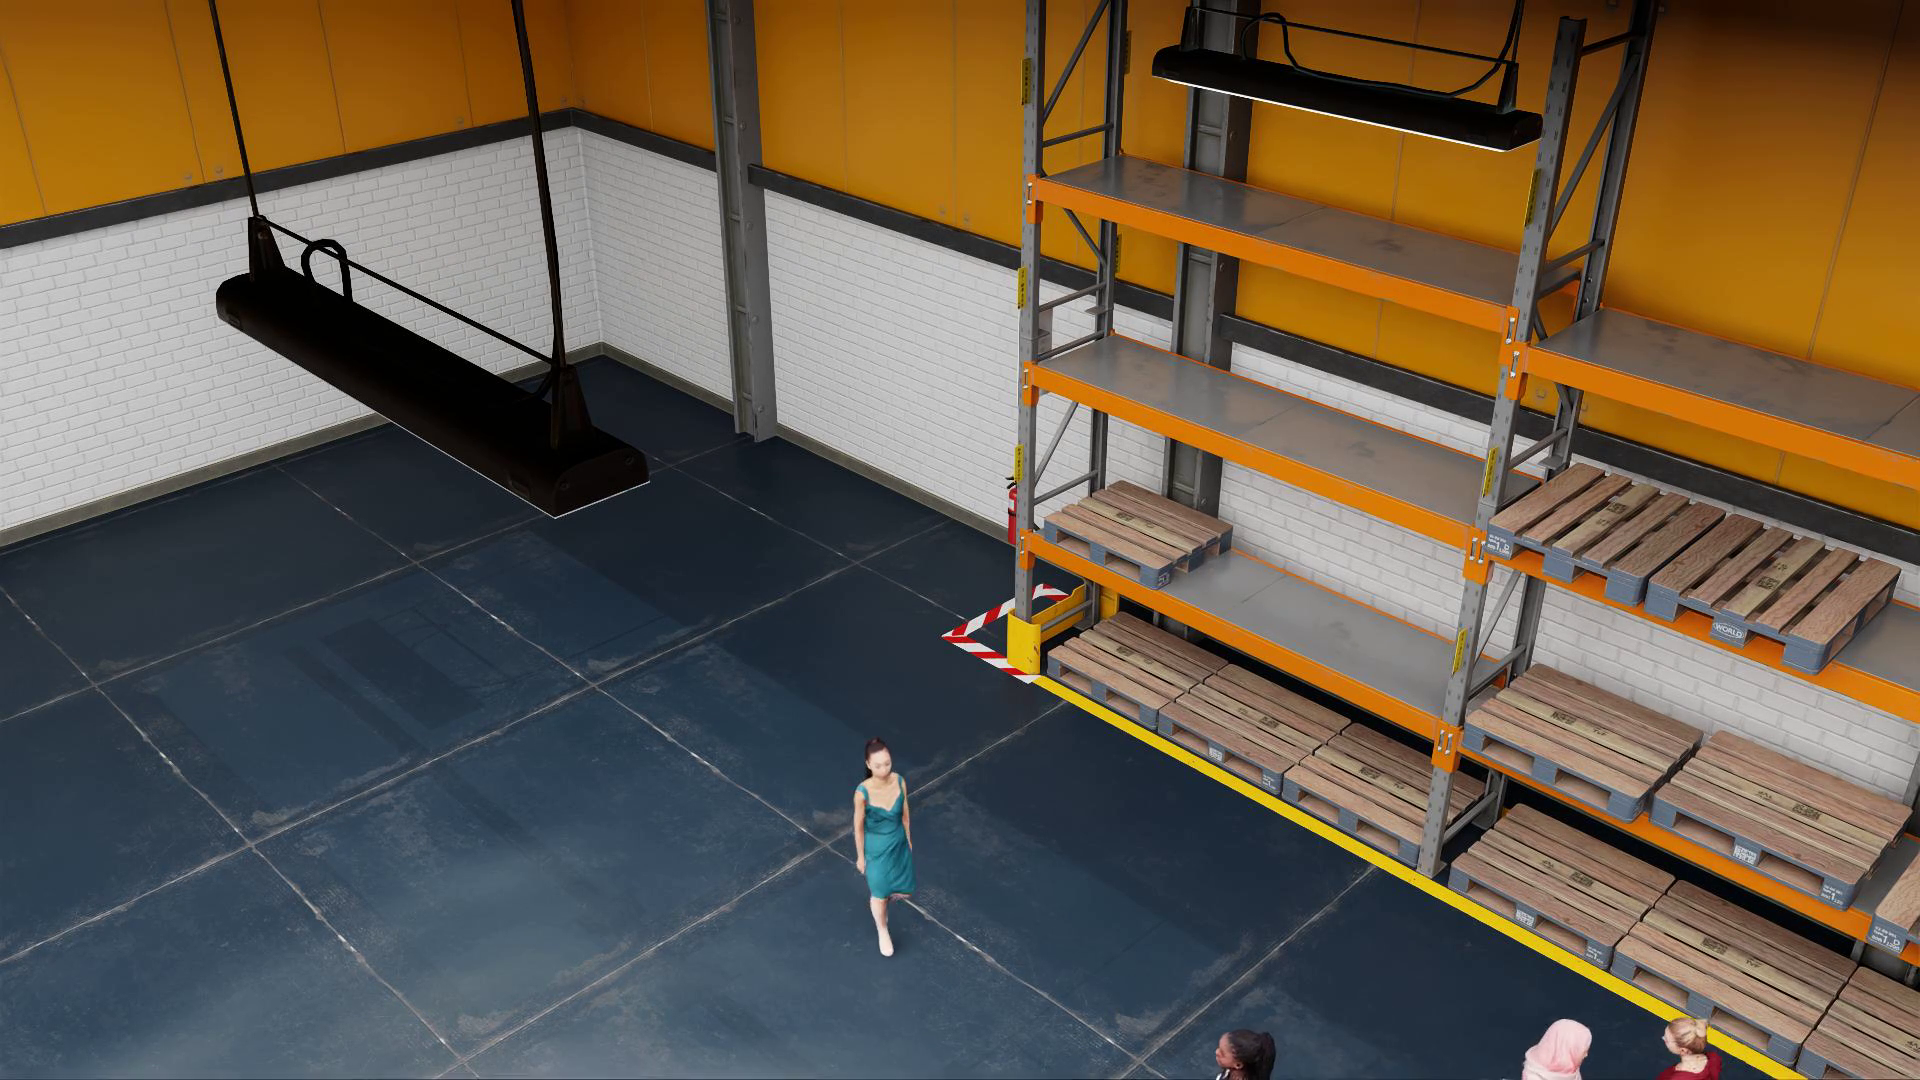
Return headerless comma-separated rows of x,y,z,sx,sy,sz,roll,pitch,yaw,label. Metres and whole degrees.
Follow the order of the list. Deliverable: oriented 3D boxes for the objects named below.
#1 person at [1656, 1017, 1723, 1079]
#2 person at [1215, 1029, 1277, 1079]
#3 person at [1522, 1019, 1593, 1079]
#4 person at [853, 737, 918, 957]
3.818,3.223,8.746,0.828,1.667,1.113,-14,31,-23,person
1.501,3.215,8.723,1.182,1.703,0.962,7,29,13,person
2.911,3.178,8.719,0.674,1.772,0.869,-23,36,-36,person
-0.528,2.004,10.975,0.673,1.672,0.753,-14,32,-24,person
